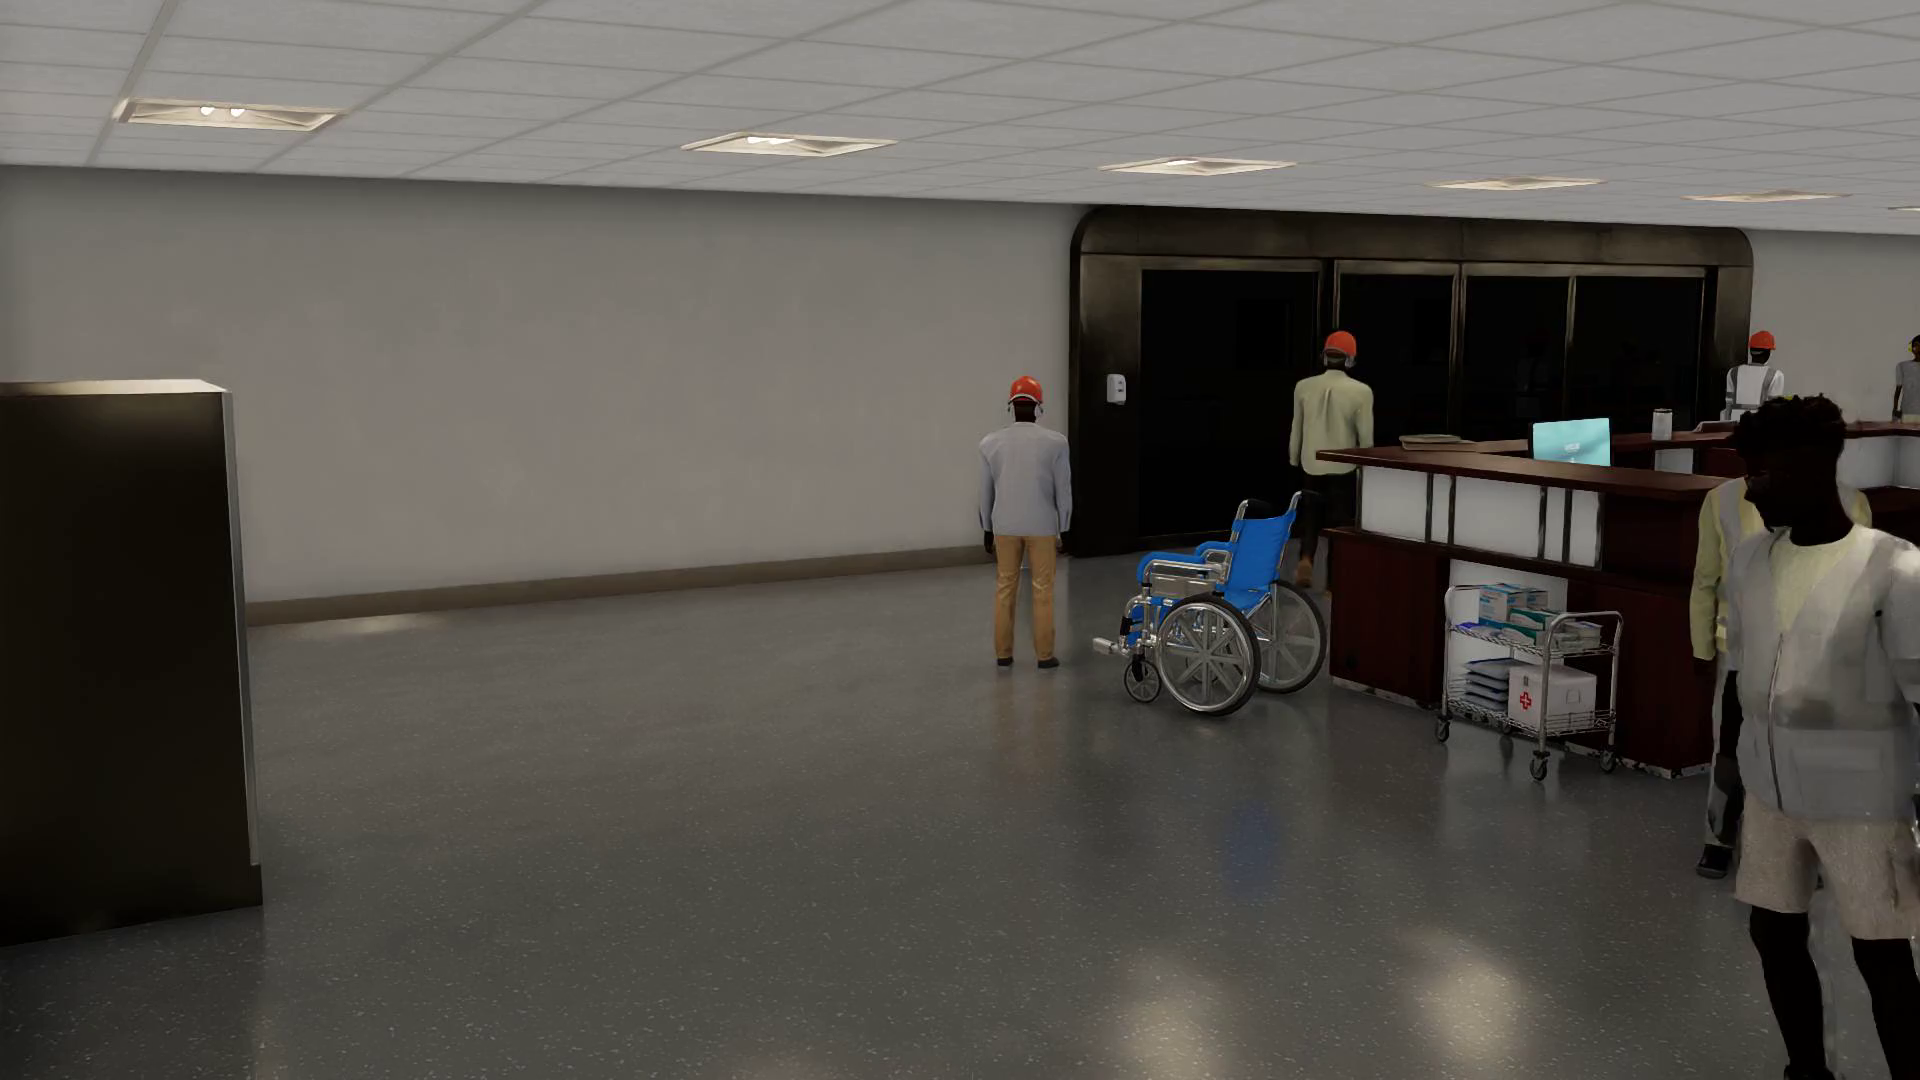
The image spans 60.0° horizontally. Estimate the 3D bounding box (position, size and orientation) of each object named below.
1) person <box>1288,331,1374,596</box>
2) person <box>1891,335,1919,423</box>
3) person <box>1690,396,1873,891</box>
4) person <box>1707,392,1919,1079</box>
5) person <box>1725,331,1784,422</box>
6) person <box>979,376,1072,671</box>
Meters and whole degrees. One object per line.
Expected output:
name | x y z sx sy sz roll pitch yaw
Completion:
person | 2.743 -0.556 12.319 0.650 1.977 0.492 4 9 28
person | 11.104 -1.454 19.309 0.503 1.853 0.327 4 9 26
person | 3.006 0.381 6.126 0.598 1.825 0.411 4 9 25
person | 2.163 0.617 4.034 0.419 1.928 0.772 -4 9 -25
person | 7.803 -1.085 16.357 0.379 1.933 0.544 -7 11 -43
person | 0.393 -0.098 9.846 0.566 1.742 0.360 2 8 17
